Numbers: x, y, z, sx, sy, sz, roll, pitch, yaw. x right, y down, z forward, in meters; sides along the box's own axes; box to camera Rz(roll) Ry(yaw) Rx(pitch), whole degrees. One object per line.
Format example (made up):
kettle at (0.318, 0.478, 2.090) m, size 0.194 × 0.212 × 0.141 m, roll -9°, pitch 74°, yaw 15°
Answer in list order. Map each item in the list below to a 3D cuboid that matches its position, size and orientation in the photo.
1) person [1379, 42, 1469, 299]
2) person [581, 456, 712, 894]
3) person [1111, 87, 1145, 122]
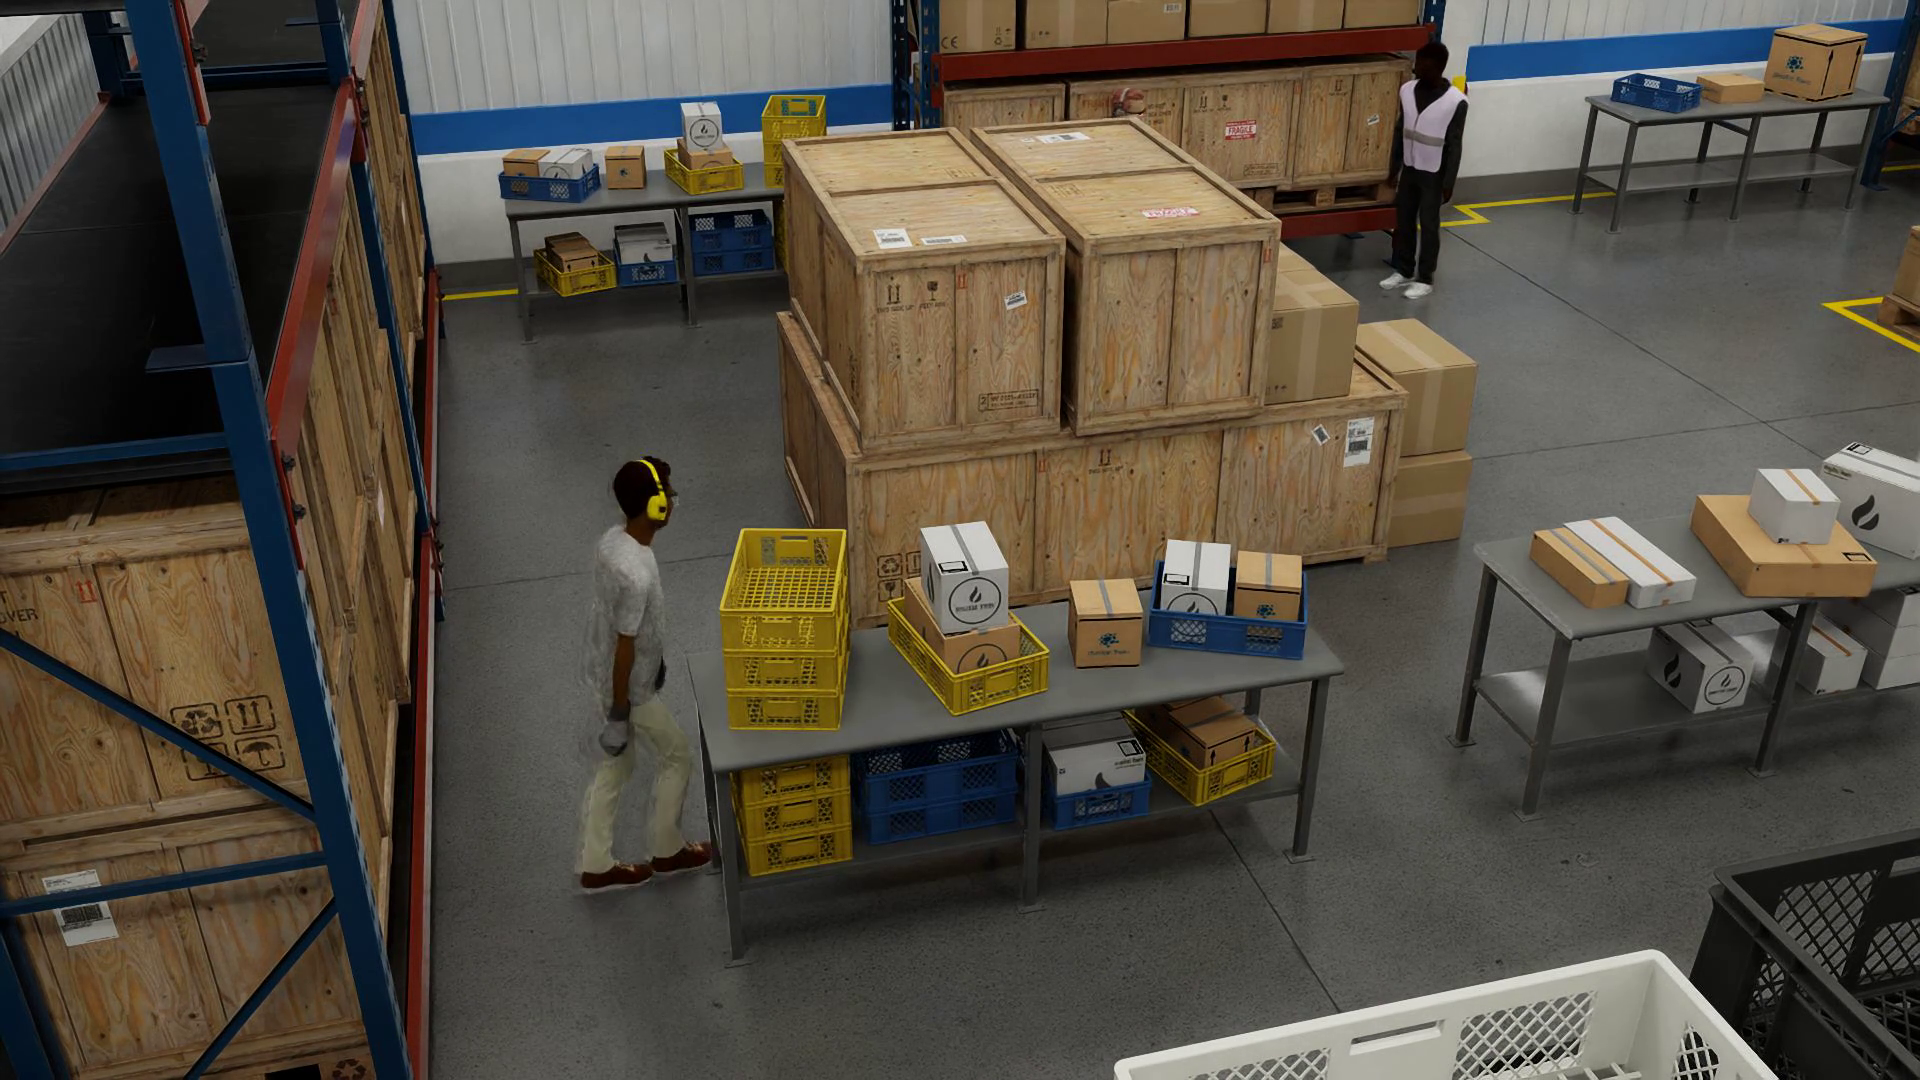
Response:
person at (3.478, -2.760, 12.419) m, size 0.392 × 1.907 × 0.592 m, roll -19°, pitch 34°, yaw -30°
person at (-1.273, 0.563, 6.478) m, size 0.691 × 1.808 × 0.541 m, roll -15°, pitch 32°, yaw -24°
person at (1.110, -2.084, 11.204) m, size 0.515 × 1.892 × 0.656 m, roll 19°, pitch 34°, yaw 30°
